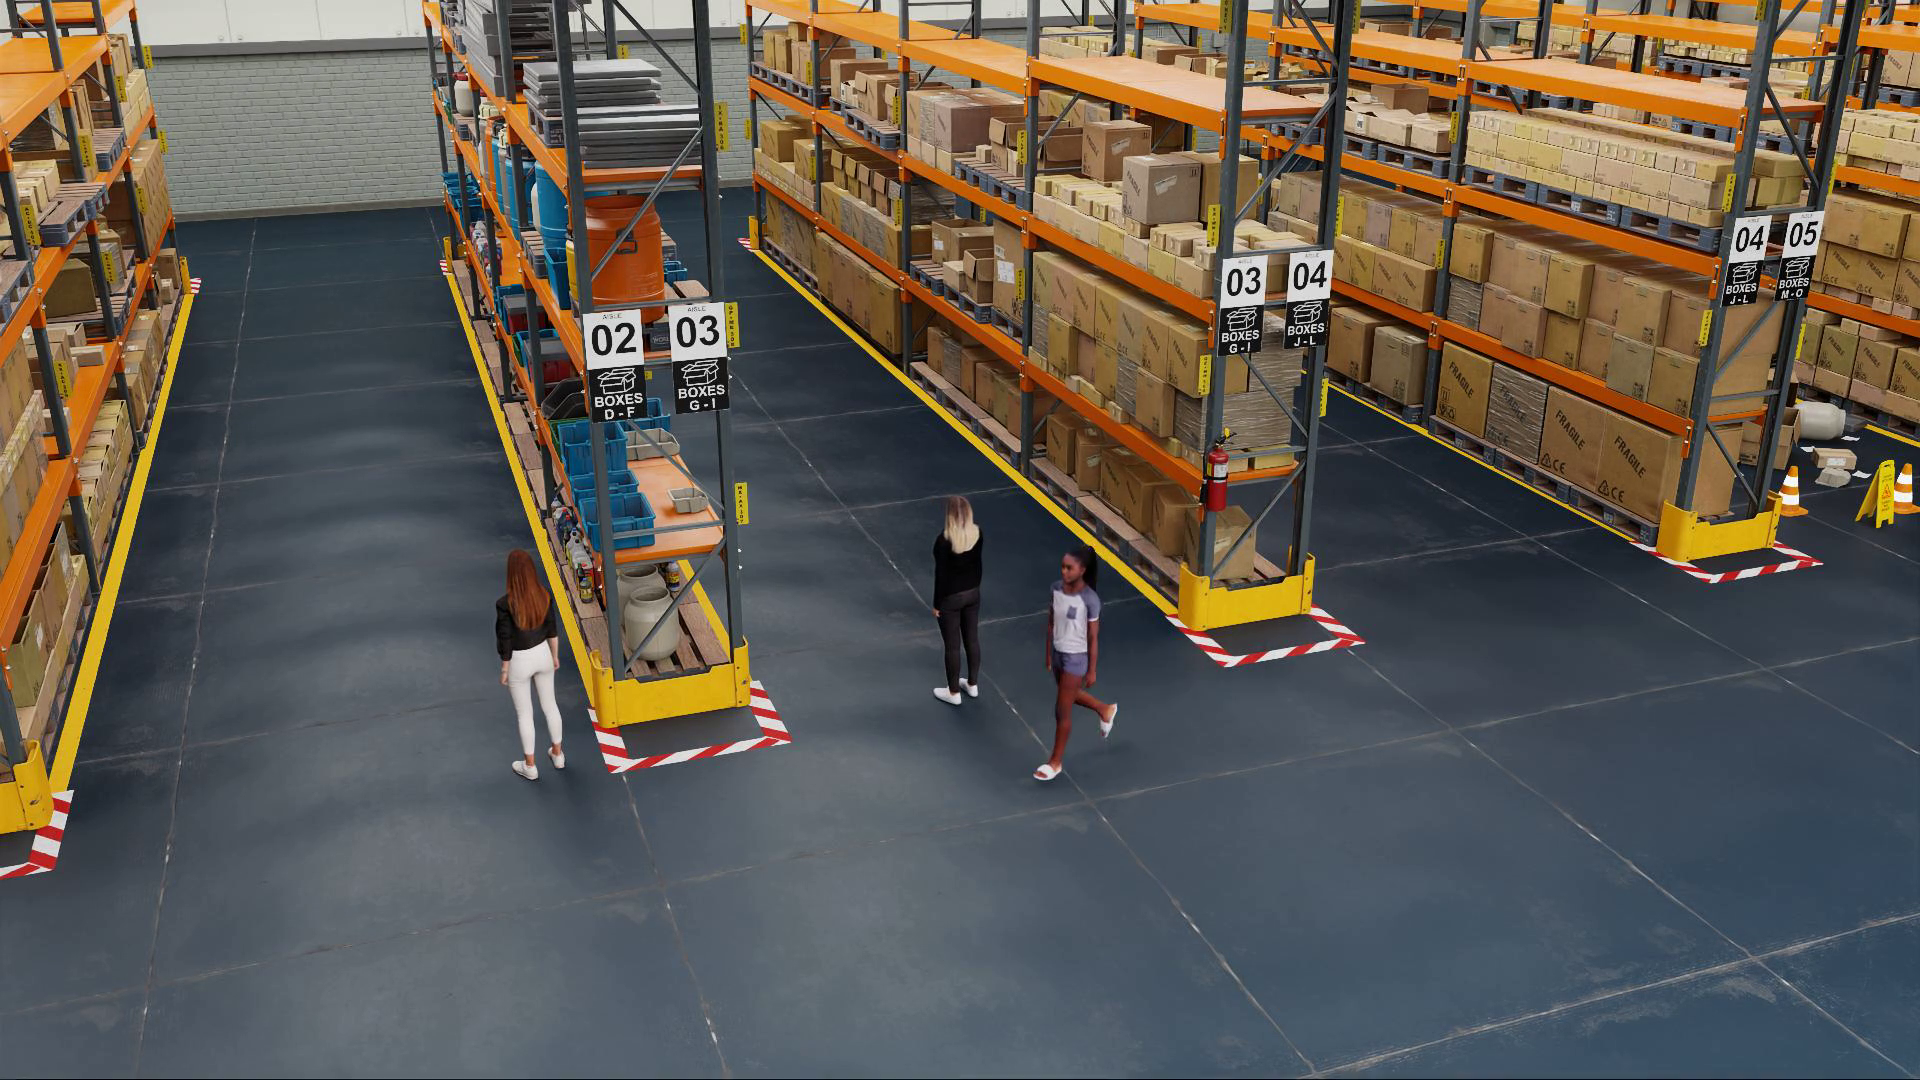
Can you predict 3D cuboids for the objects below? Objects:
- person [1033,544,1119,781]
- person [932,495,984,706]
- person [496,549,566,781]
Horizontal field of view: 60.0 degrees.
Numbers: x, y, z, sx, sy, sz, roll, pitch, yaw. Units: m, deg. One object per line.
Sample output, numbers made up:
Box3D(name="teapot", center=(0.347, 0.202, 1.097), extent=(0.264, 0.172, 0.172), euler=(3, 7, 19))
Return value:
Box3D(name="person", center=(0.855, 0.834, 11.763), extent=(0.923, 1.699, 1.095), euler=(-18, 29, -38))
Box3D(name="person", center=(-0.006, 0.451, 12.717), extent=(0.666, 1.687, 0.636), euler=(-17, 27, -35))
Box3D(name="person", center=(-3.025, 0.860, 11.694), extent=(0.672, 1.704, 0.641), euler=(-18, 28, -37))
